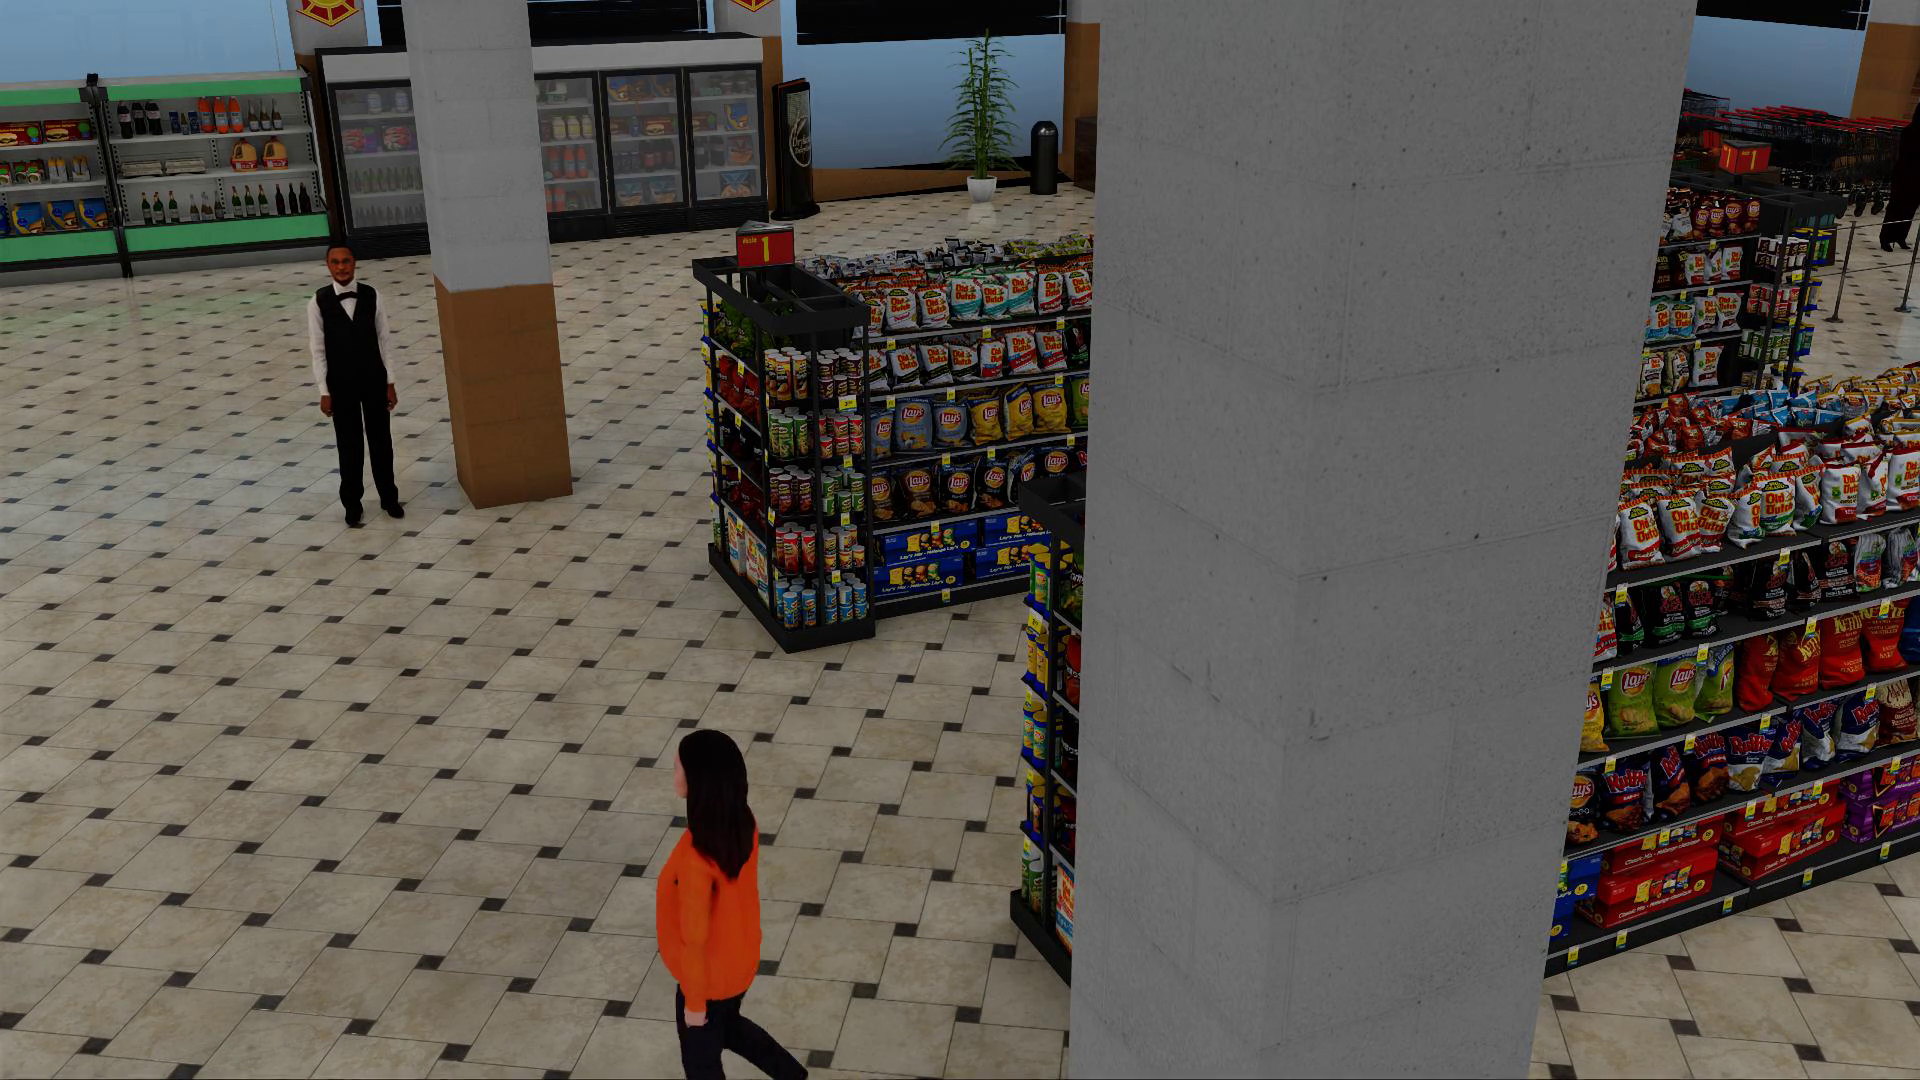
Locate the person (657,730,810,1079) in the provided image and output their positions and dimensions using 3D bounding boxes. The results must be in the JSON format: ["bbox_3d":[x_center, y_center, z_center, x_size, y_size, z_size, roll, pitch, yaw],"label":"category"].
[{"bbox_3d":[-0.706,1.408,5.394,0.983,1.734,0.883,4,22,9],"label":"person"}]

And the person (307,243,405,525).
[{"bbox_3d":[-4.108,-1.076,11.327,0.514,1.919,0.748,-11,24,-25],"label":"person"}]

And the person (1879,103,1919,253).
[{"bbox_3d":[11.166,-4.282,19.525,0.539,1.756,0.715,-10,24,-24],"label":"person"}]
